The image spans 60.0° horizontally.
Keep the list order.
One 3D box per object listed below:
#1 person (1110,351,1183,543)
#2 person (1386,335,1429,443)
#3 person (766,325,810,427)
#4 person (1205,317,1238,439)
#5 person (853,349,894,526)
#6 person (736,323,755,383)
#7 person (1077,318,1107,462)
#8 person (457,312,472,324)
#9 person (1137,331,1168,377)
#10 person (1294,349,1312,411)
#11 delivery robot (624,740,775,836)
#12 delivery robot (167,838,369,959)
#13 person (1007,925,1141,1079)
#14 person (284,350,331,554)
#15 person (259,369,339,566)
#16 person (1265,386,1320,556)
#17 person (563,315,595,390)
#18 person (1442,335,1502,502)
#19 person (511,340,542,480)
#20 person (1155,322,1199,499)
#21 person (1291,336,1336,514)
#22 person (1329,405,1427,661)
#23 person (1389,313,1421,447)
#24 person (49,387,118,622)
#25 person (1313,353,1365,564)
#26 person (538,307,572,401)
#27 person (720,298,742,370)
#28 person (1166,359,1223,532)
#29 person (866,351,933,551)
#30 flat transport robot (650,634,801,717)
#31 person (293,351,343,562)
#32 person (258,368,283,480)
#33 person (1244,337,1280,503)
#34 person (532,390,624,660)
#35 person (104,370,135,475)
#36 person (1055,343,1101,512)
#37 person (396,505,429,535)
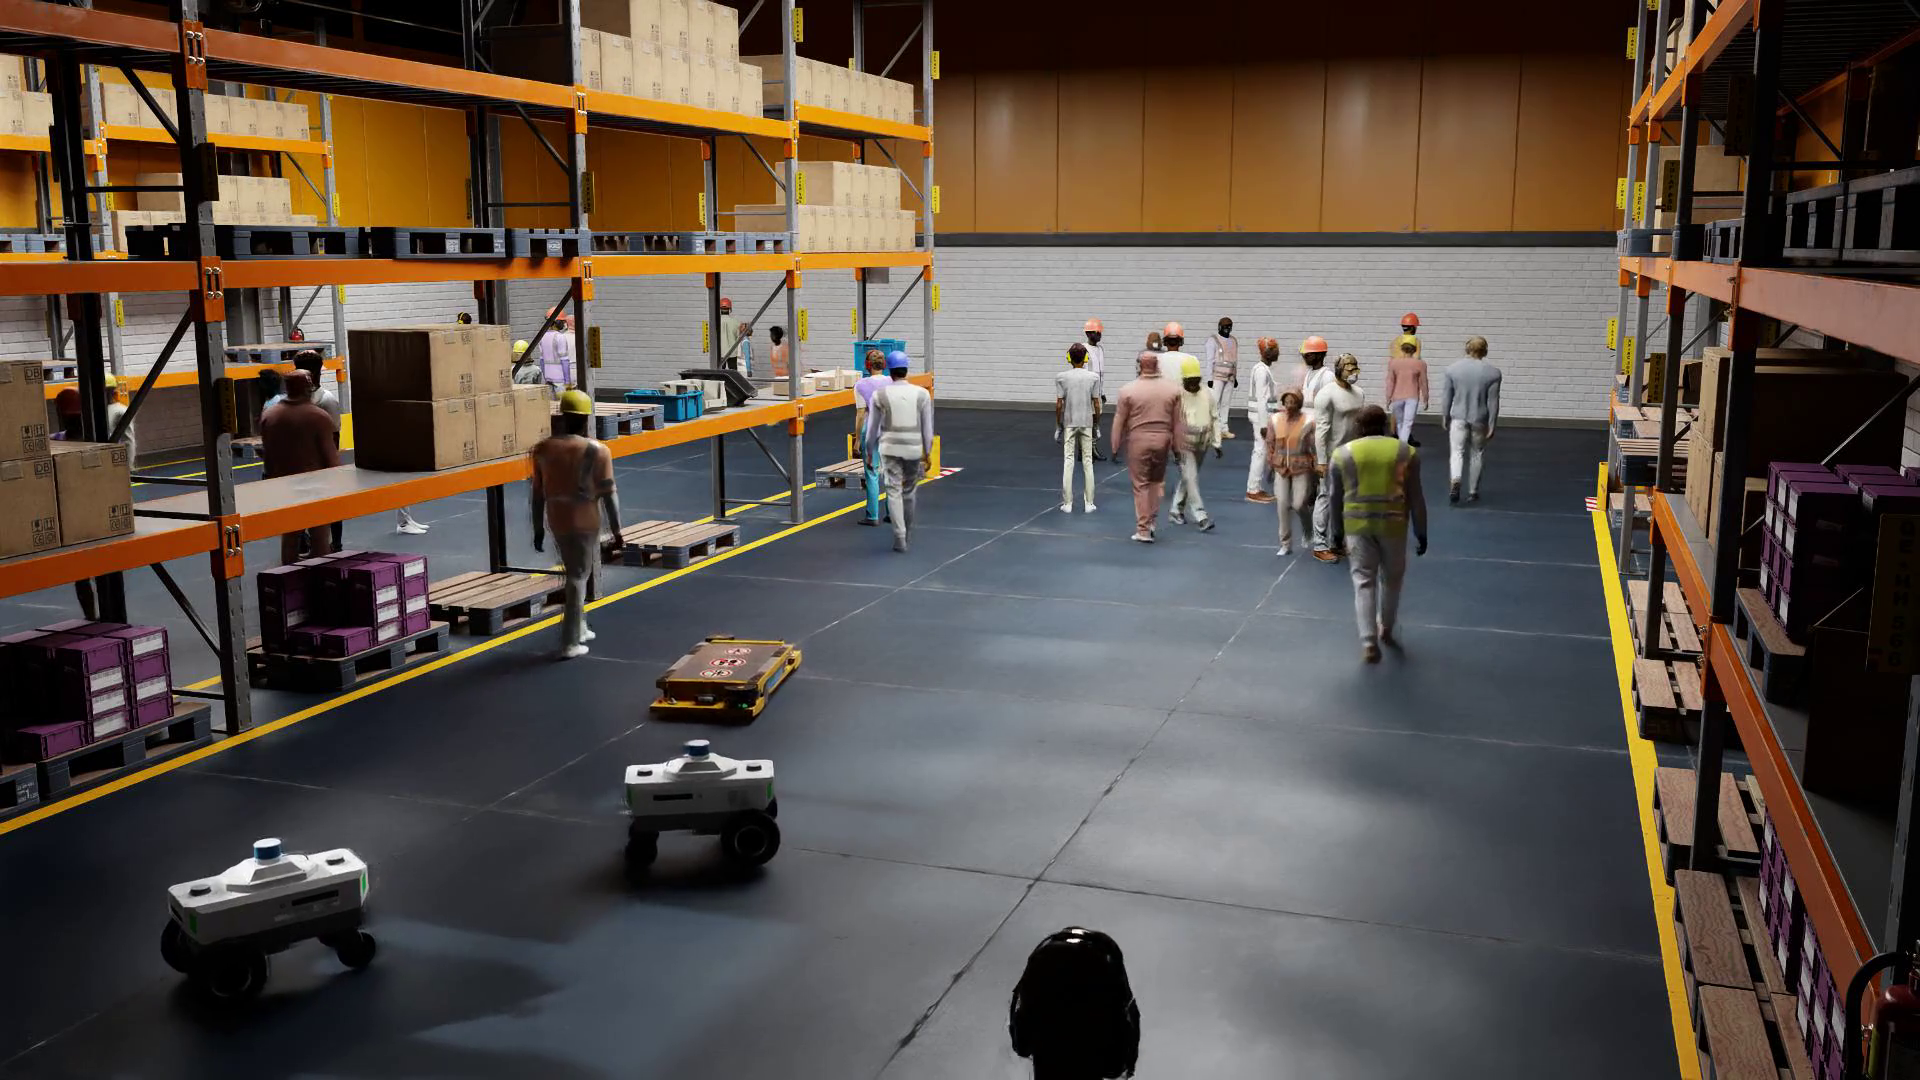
[{"bbox_3d":[1.830,-0.919,16.460,0.717,1.874,0.607,-2,10,-13],"label":"person"},{"bbox_3d":[6.025,-1.903,22.433,0.540,1.722,0.907,6,11,28],"label":"person"},{"bbox_3d":[-2.782,-2.663,26.949,0.791,1.652,0.537,-10,14,-43],"label":"person"},{"bbox_3d":[3.980,-2.446,25.168,0.624,1.841,0.430,-8,13,-36],"label":"person"},{"bbox_3d":[-0.849,-1.061,17.344,0.570,1.843,0.372,-7,12,-36],"label":"person"},{"bbox_3d":[-3.567,-2.804,27.738,0.311,1.642,0.513,-3,11,-17],"label":"person"},{"bbox_3d":[1.787,-2.018,22.463,0.354,1.942,0.545,9,13,41],"label":"person"},{"bbox_3d":[-7.759,-2.639,26.167,0.313,1.869,0.538,3,10,16],"label":"person"},{"bbox_3d":[2.944,-2.380,25.409,0.507,1.618,0.391,0,10,-2],"label":"person"},{"bbox_3d":[4.377,-1.590,20.633,0.549,1.719,0.895,-9,13,-40],"label":"person"},{"bbox_3d":[-1.247,1.202,7.970,0.707,0.478,0.477,-1,10,-8],"label":"delivery robot"},{"bbox_3d":[-2.751,1.437,6.645,0.707,0.478,0.477,-8,13,-38],"label":"delivery robot"},{"bbox_3d":[0.159,1.556,2.718,0.512,1.818,0.777,3,10,15],"label":"person"},{"bbox_3d":[-6.150,-0.835,15.813,0.379,1.937,0.547,2,10,9],"label":"person"},{"bbox_3d":[-5.439,-0.466,13.828,0.652,1.904,0.404,2,10,12],"label":"person"},{"bbox_3d":[3.140,-0.648,15.666,0.520,1.622,0.428,6,12,31],"label":"person"},{"bbox_3d":[-5.720,-2.375,24.619,0.653,1.895,0.401,-6,12,-32],"label":"person"},{"bbox_3d":[5.776,-1.358,18.833,0.637,1.915,0.767,4,11,19],"label":"person"},{"bbox_3d":[-5.446,-1.619,20.777,0.295,1.743,0.492,10,14,44],"label":"person"},{"bbox_3d":[2.449,-1.487,19.180,0.608,2.046,0.367,1,10,7],"label":"person"},{"bbox_3d":[3.870,-1.258,18.194,0.365,1.935,0.553,-3,10,-15],"label":"person"},{"bbox_3d":[2.994,-0.073,11.953,0.682,1.782,0.940,2,10,12],"label":"person"},{"bbox_3d":[6.492,-2.324,24.196,0.379,1.937,0.548,-6,12,-31],"label":"person"},{"bbox_3d":[-6.310,-0.127,11.895,0.557,1.916,0.705,-2,10,-13],"label":"person"},{"bbox_3d":[3.509,-0.759,15.379,0.635,1.937,0.355,-8,13,-39],"label":"person"},{"bbox_3d":[-5.768,-2.317,23.863,0.605,2.044,0.374,9,13,40],"label":"person"},{"bbox_3d":[-4.117,-3.263,29.322,0.622,1.994,0.381,-2,10,-12],"label":"person"},{"bbox_3d":[2.394,-0.984,17.140,0.590,1.766,0.963,-4,11,-22],"label":"person"},{"bbox_3d":[-0.593,-0.863,16.054,0.631,1.913,0.826,-3,10,-14],"label":"person"},{"bbox_3d":[-1.508,0.872,10.890,0.652,0.197,1.431,1,10,6],"label":"flat transport robot"},{"bbox_3d":[-5.888,-0.746,15.226,0.613,1.964,0.361,9,14,42],"label":"person"},{"bbox_3d":[-7.130,-0.950,17.243,0.887,1.645,0.548,-5,11,-27],"label":"person"},{"bbox_3d":[3.451,-1.368,18.977,0.363,1.882,0.615,2,10,12],"label":"person"},{"bbox_3d":[-2.699,-0.126,11.920,0.605,1.894,0.785,3,10,15],"label":"person"},{"bbox_3d":[-8.074,-0.745,15.841,0.530,1.777,0.366,5,11,26],"label":"person"},{"bbox_3d":[1.293,-1.225,18.222,0.507,1.865,0.329,0,10,2],"label":"person"},{"bbox_3d":[-5.616,-0.989,16.892,0.328,1.865,0.521,-2,10,-11],"label":"person"}]
